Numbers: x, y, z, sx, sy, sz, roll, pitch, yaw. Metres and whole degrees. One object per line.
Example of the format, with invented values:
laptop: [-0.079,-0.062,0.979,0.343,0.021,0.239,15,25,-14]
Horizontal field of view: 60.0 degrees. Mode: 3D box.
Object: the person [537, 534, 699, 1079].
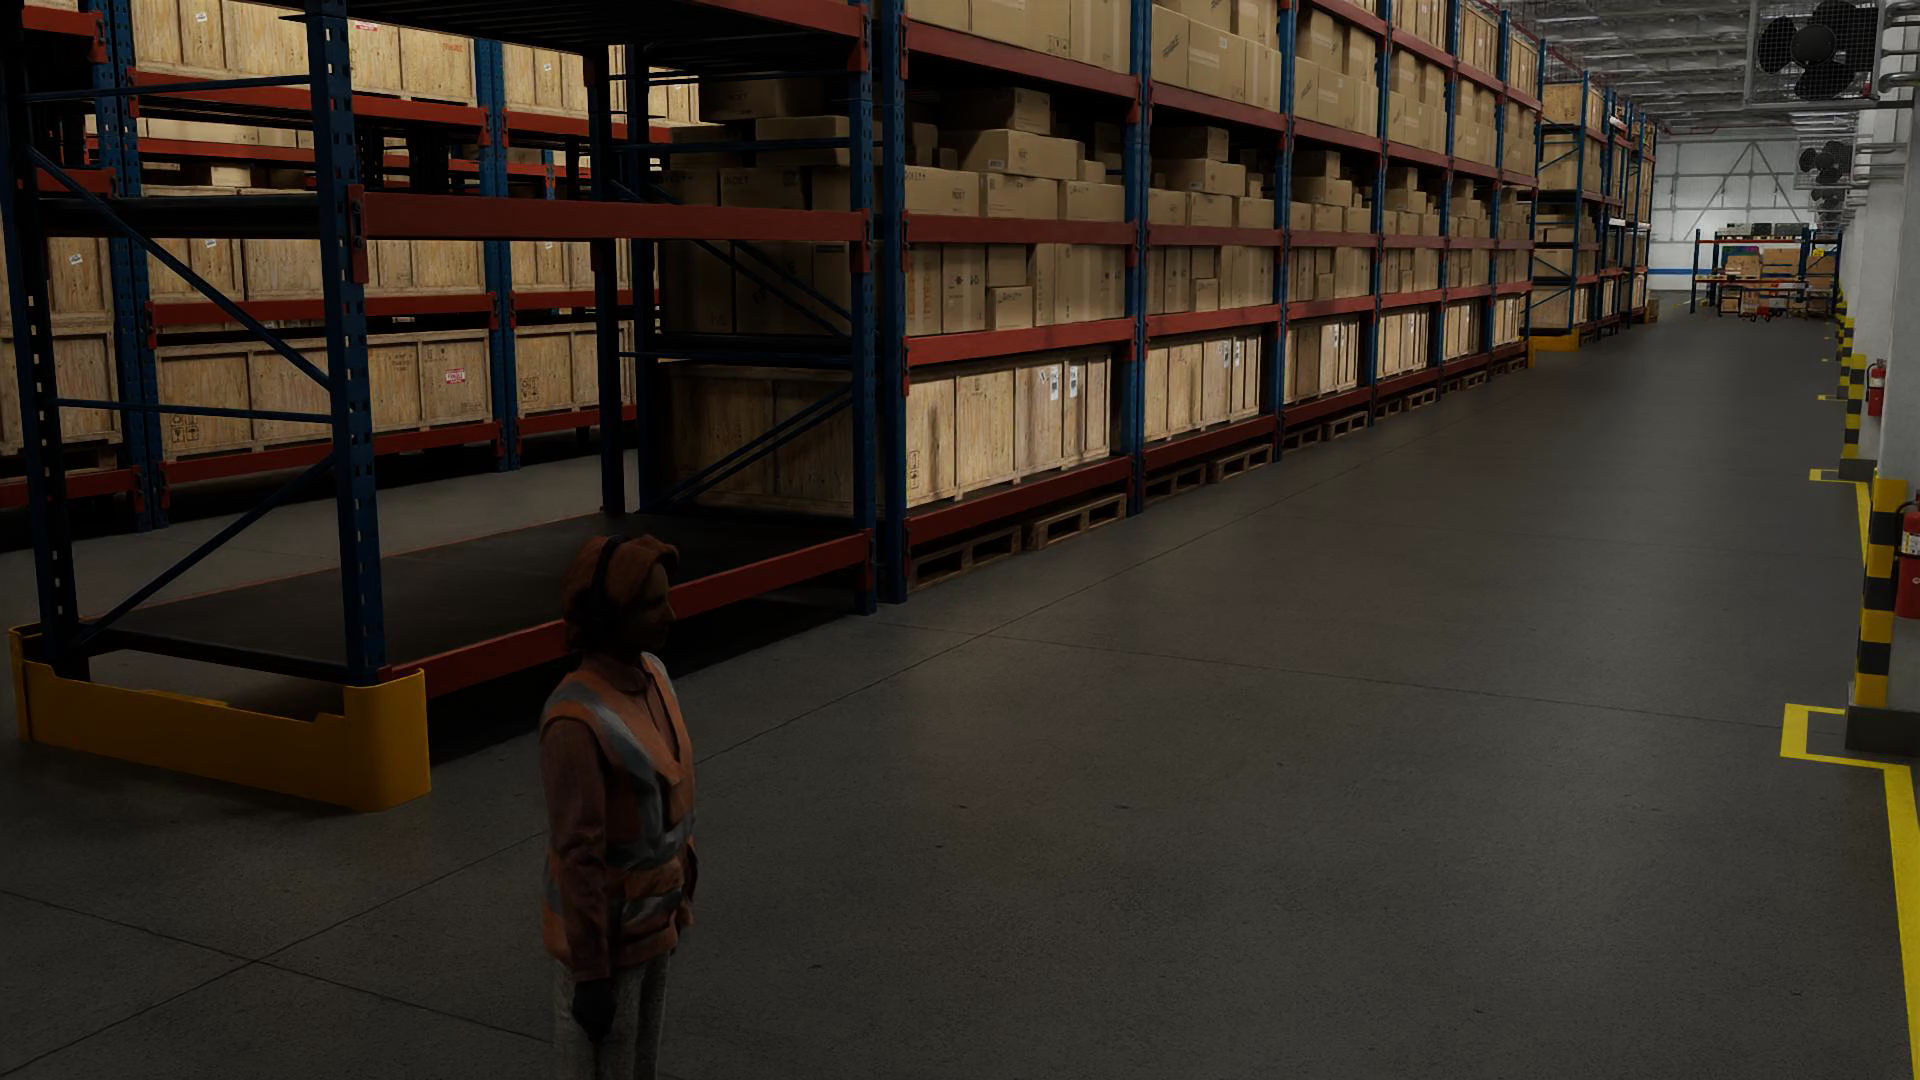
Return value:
person: [-0.677,0.796,3.330,0.310,1.638,0.523,1,10,6]
